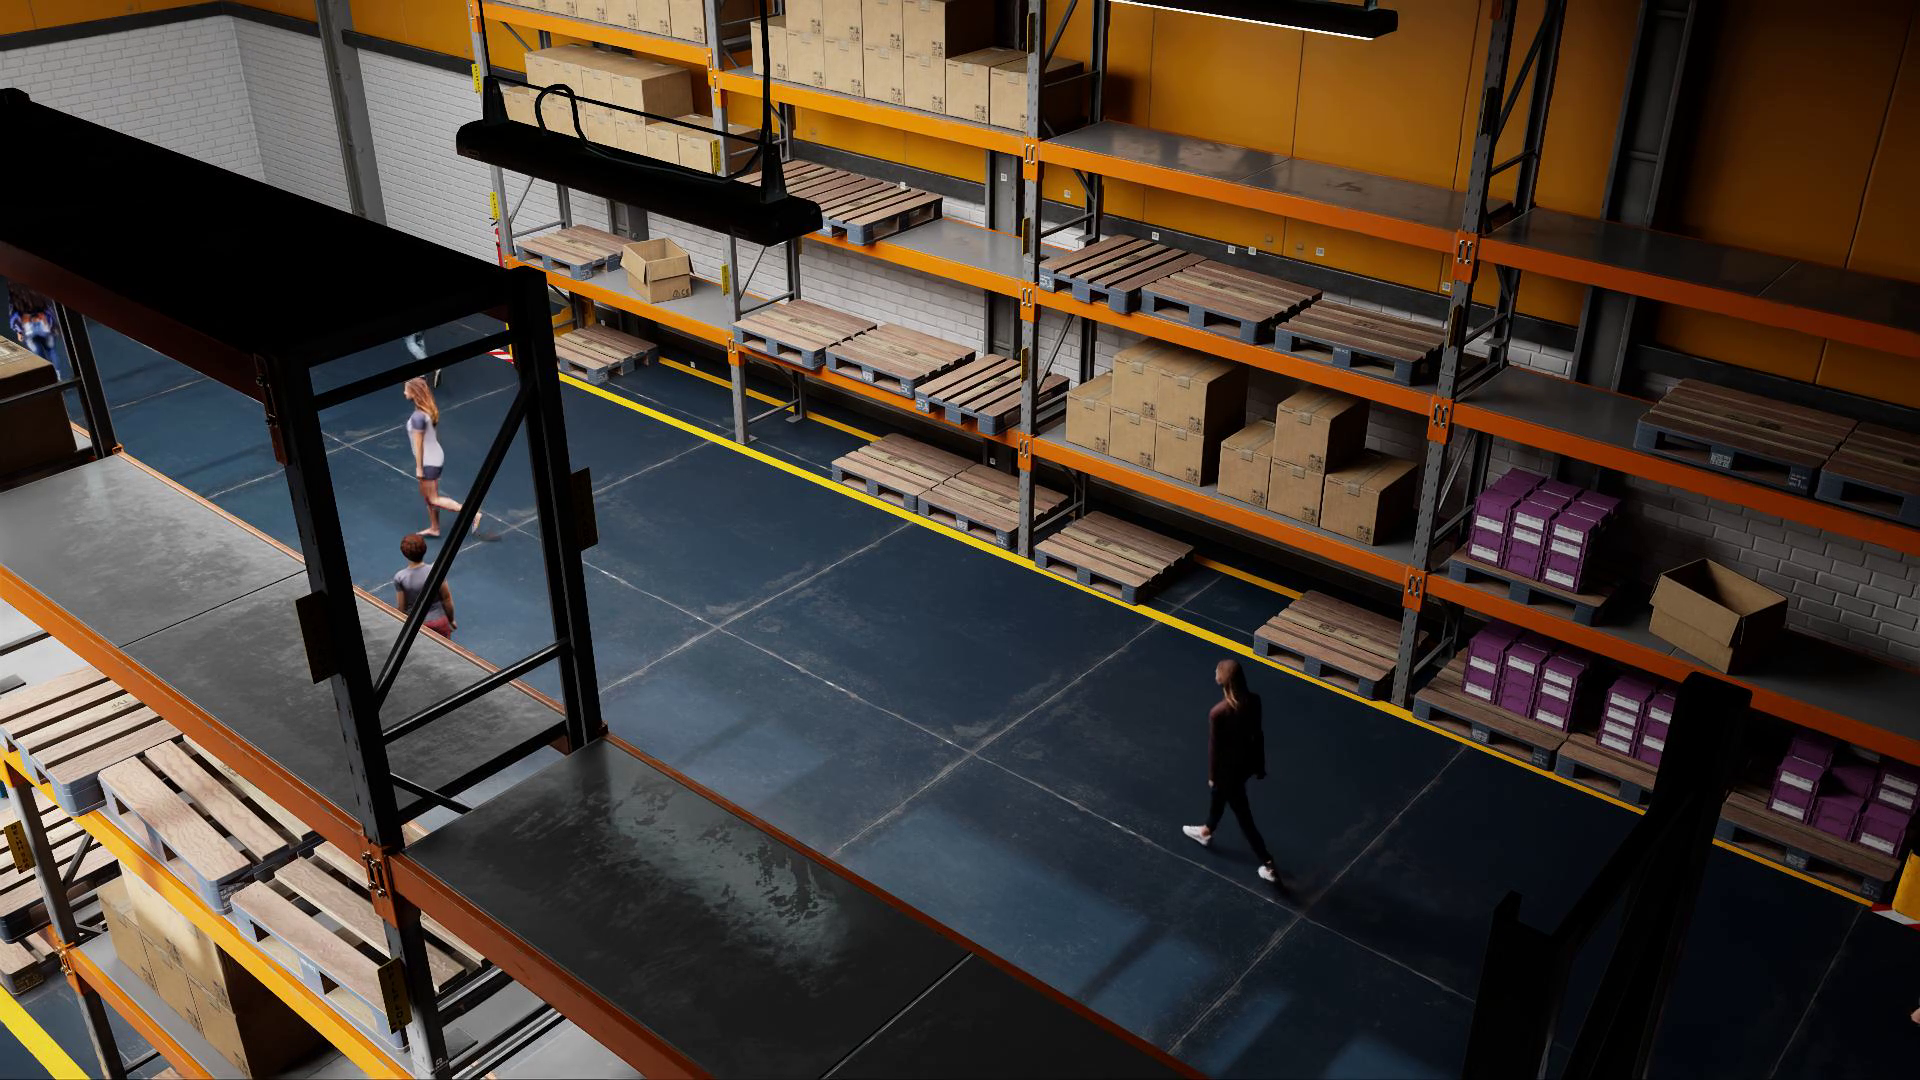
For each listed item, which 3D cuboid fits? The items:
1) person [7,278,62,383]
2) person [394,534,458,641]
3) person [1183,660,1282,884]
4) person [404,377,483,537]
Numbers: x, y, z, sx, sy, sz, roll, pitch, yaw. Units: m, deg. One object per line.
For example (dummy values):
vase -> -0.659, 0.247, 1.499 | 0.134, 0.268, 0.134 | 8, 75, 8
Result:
person -> -10.654, -2.385, 19.227 | 0.699, 1.611, 0.696 | -18, 33, -30
person -> -4.327, 0.702, 13.528 | 0.658, 1.651, 0.670 | -11, 30, -19
person -> 2.015, 1.677, 11.743 | 0.699, 1.647, 1.152 | -22, 35, -34
person -> -5.069, -0.762, 16.152 | 1.008, 1.708, 0.955 | -3, 29, -5
